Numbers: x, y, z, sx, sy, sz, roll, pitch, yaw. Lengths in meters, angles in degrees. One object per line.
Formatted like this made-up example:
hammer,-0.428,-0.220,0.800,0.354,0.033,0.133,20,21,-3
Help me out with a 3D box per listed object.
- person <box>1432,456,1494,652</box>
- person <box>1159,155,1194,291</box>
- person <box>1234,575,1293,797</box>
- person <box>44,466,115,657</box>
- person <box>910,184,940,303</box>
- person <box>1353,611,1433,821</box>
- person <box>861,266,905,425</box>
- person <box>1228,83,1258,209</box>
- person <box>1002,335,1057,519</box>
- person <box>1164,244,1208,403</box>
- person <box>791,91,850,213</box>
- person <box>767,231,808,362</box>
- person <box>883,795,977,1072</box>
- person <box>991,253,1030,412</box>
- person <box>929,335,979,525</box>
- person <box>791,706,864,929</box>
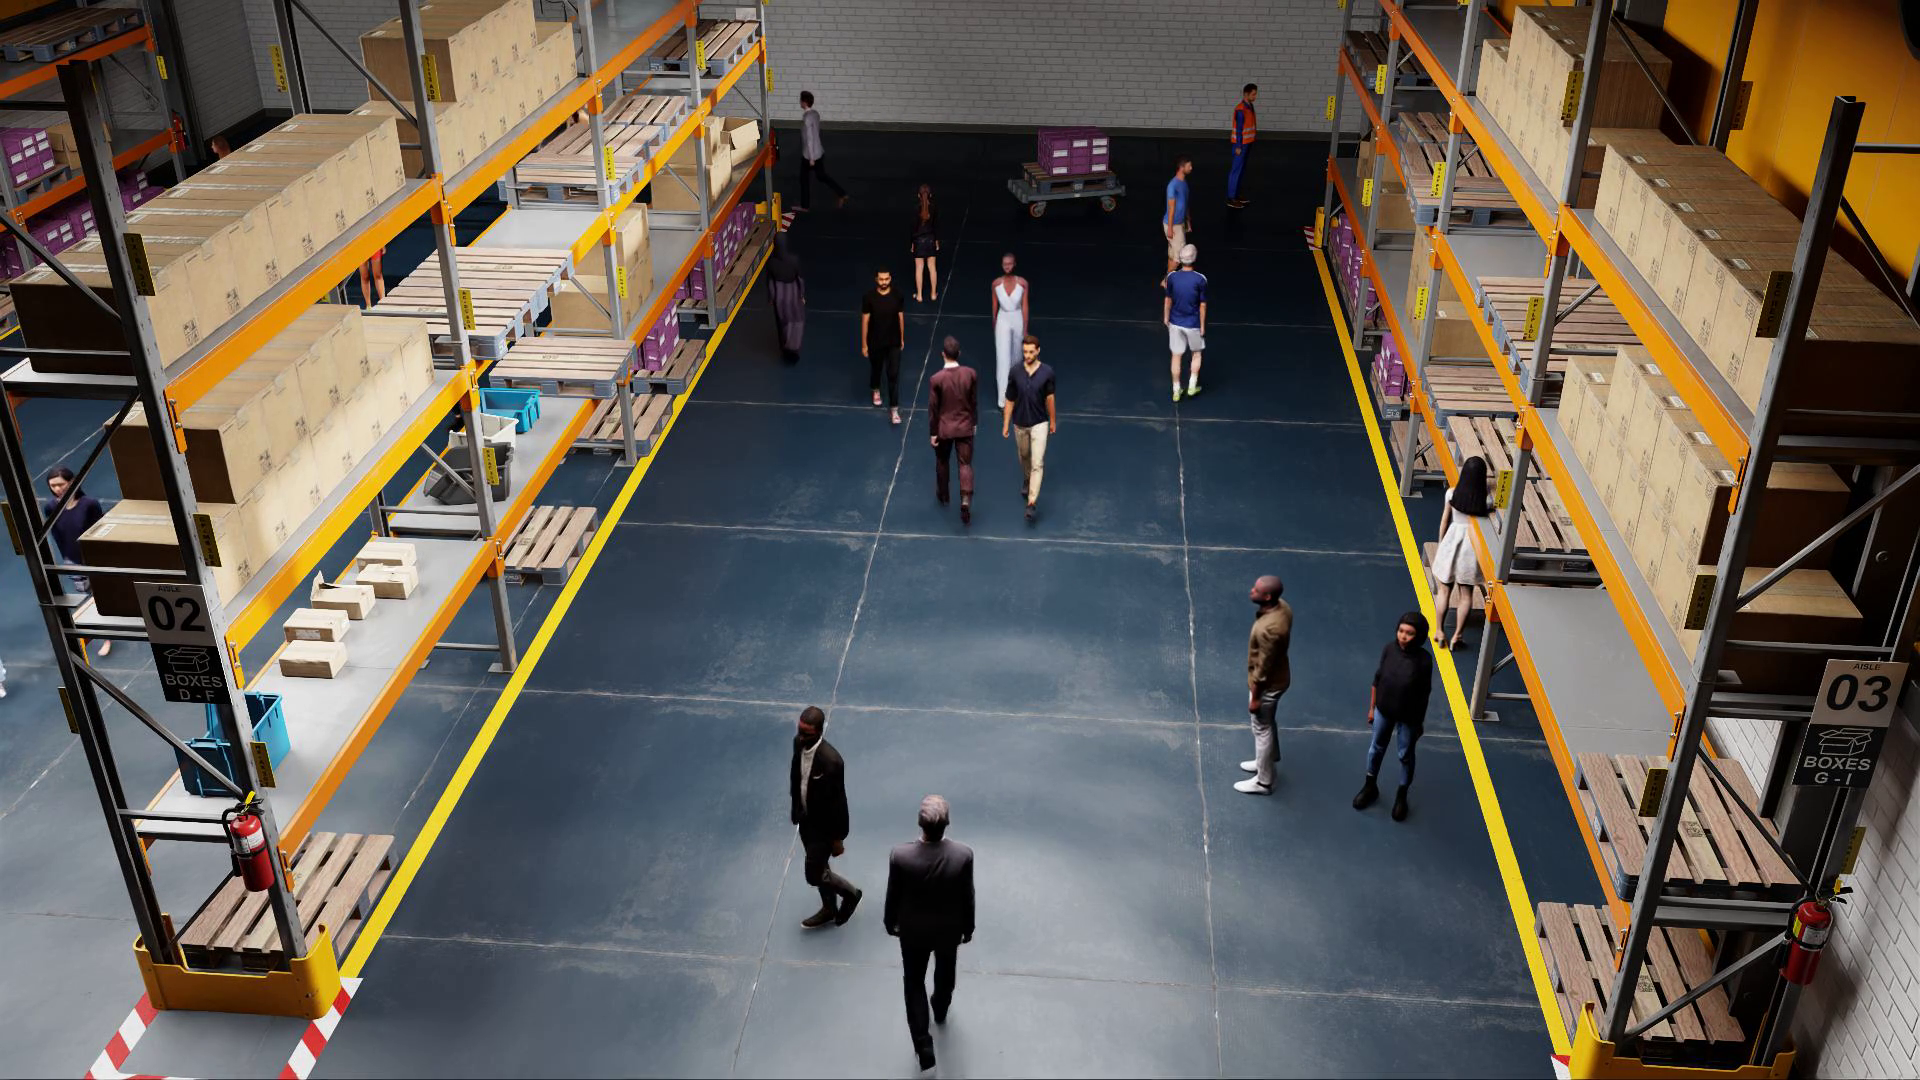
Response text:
person,4.277,0.118,14.168,0.722,1.766,0.738,12,31,21
person,2.772,-4.169,21.932,0.812,1.857,0.702,13,31,23
person,2.290,1.059,12.390,0.819,1.816,0.594,9,30,15
person,-7.454,0.105,14.245,0.758,1.714,1.017,-4,29,-8
person,-0.458,-3.892,21.738,0.613,1.556,0.635,-7,29,-12
person,3.204,1.262,12.138,0.656,1.701,0.669,16,33,27
person,-0.869,-2.224,18.518,0.902,1.712,1.254,-6,29,-11
person,4.305,-6.032,25.347,0.835,1.857,0.695,14,32,24
person,0.706,-1.189,16.525,0.763,1.803,1.222,7,29,12
person,2.525,-2.415,18.751,0.762,1.825,0.790,11,30,19
person,-2.116,-5.784,24.932,0.865,1.820,1.121,7,29,13
person,-2.071,-2.877,19.827,0.586,1.605,0.826,2,29,4
person,-0.170,2.361,10.004,0.827,1.815,1.139,-2,29,-3
person,0.586,-2.393,18.786,0.613,1.752,1.065,1,29,1
person,-0.025,-1.053,16.244,0.858,1.835,1.200,-5,29,-9
person,-0.851,1.822,11.021,0.894,1.789,0.825,-18,33,-30
